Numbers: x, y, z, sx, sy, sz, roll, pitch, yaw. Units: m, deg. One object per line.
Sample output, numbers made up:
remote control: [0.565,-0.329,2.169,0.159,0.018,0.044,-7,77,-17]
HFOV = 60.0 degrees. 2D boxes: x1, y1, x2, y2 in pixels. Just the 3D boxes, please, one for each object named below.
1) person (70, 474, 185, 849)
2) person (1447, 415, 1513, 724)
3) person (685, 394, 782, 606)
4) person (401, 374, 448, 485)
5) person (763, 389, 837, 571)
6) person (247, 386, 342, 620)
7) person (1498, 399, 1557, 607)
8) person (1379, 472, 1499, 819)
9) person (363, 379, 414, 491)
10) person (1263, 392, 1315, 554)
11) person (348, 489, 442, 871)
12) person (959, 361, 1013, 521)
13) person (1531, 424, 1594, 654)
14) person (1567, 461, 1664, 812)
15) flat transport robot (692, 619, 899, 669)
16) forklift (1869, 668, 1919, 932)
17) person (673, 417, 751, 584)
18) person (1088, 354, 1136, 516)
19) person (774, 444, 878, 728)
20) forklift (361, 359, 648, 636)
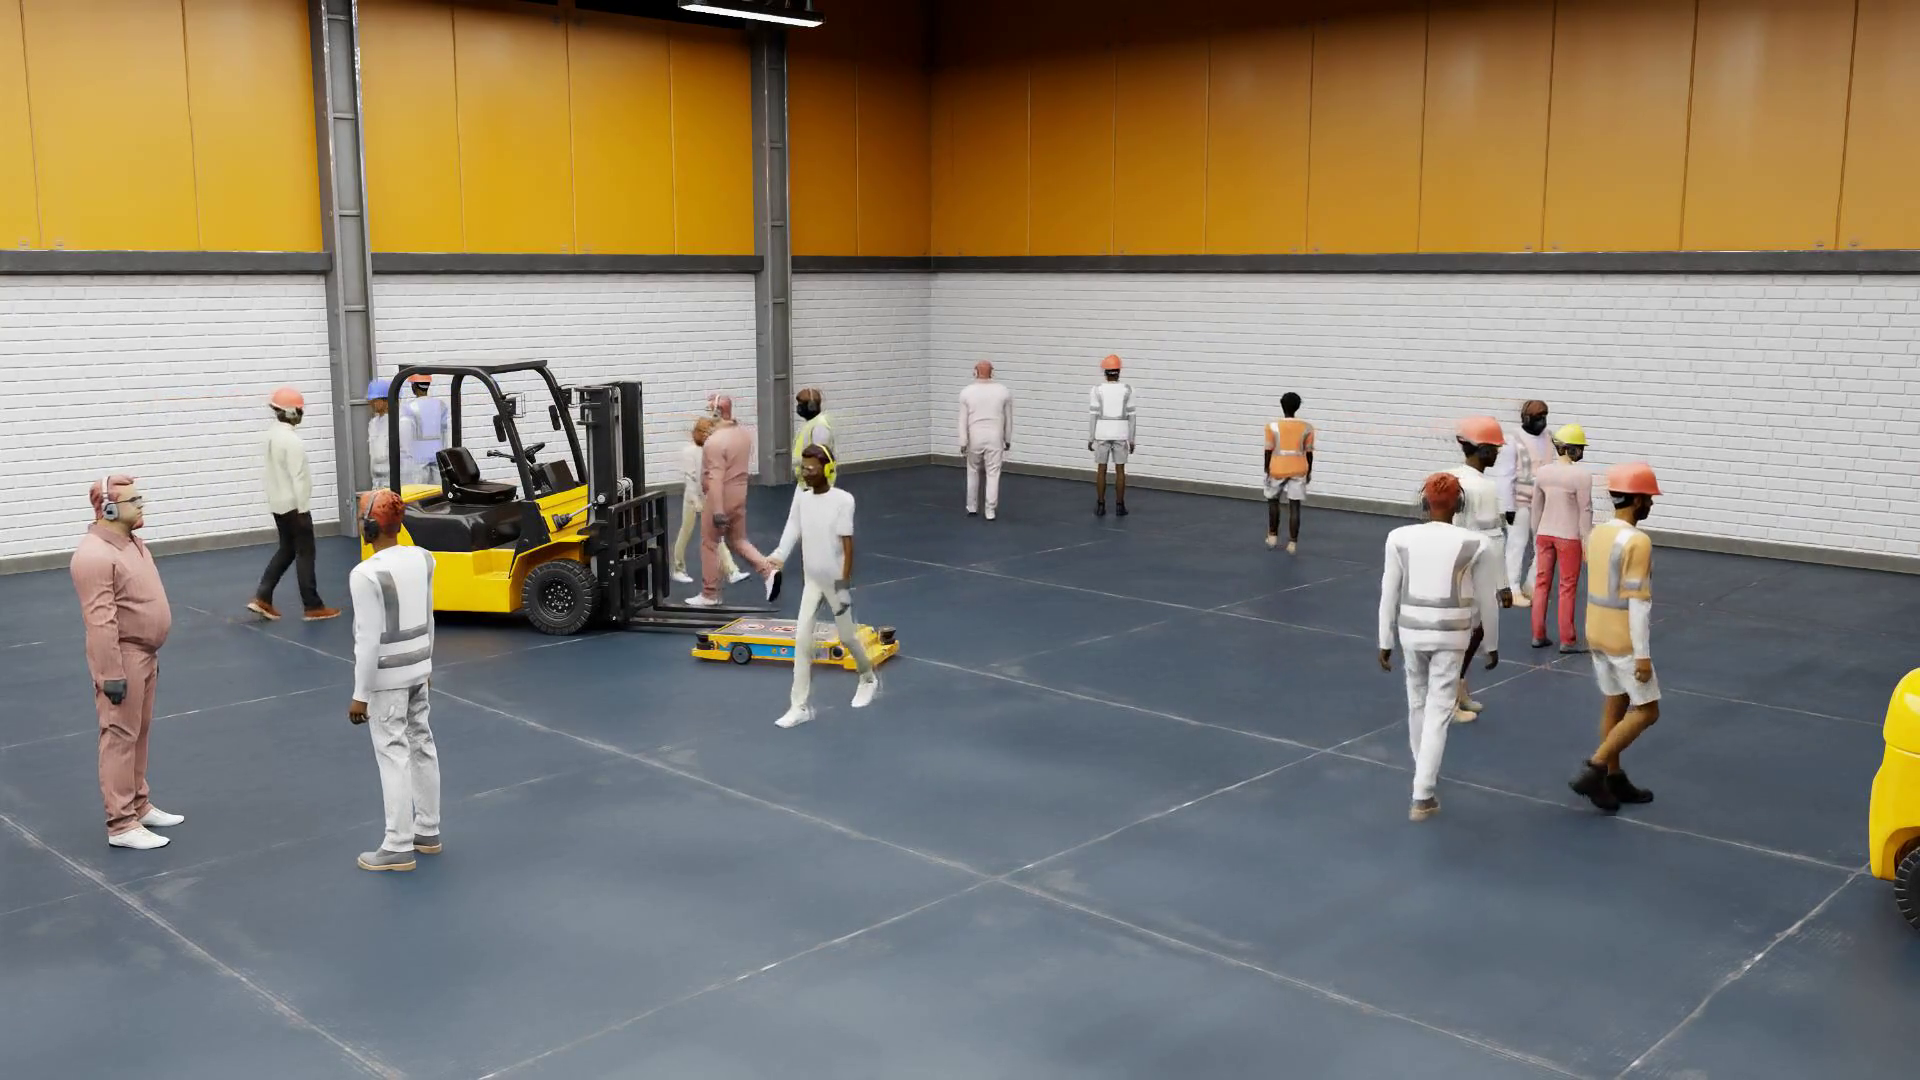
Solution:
person: [-4.263,0.614,8.547,0.409,1.913,0.639,-2,9,-12]
person: [3.318,0.207,10.718,0.595,2.023,0.619,-1,9,-5]
person: [-1.997,-0.341,14.498,0.781,1.880,0.648,4,10,22]
person: [-5.654,-0.869,17.558,0.354,1.939,0.544,6,11,35]
person: [-1.486,-0.563,16.113,0.945,1.789,0.654,-3,10,-19]
person: [-5.614,-0.293,13.904,0.587,1.993,0.631,-9,13,-42]
person: [4.981,-0.312,14.485,0.650,1.822,0.519,-4,10,-25]
person: [2.658,0.542,9.166,0.600,1.840,0.924,6,11,31]
person: [-5.308,-0.562,15.695,0.619,1.929,0.650,7,11,35]
person: [3.416,-0.711,17.391,0.546,1.670,0.690,0,9,2]
person: [-2.793,0.686,8.191,0.355,1.883,0.573,3,10,16]
person: [0.298,-1.191,19.771,0.645,1.866,0.920,0,9,-2]
person: [4.646,-0.011,12.830,0.329,1.765,0.525,-6,11,-31]
person: [3.597,0.532,9.004,0.508,1.925,0.594,-1,9,-5]
flat transport robot: [-1.242,0.771,12.599,1.431,0.197,0.652,3,10,16]
forklift: [5.205,0.723,7.013,2.313,2.155,1.214,9,13,43]
person: [-2.362,-0.355,15.476,0.891,1.576,0.502,7,11,35]
person: [1.815,-1.237,19.853,0.578,1.925,0.373,0,9,1]
person: [-0.843,0.265,10.936,0.528,1.835,0.939,6,11,31]
forklift: [-3.850,-0.407,13.936,2.313,2.155,1.214,2,9,11]
